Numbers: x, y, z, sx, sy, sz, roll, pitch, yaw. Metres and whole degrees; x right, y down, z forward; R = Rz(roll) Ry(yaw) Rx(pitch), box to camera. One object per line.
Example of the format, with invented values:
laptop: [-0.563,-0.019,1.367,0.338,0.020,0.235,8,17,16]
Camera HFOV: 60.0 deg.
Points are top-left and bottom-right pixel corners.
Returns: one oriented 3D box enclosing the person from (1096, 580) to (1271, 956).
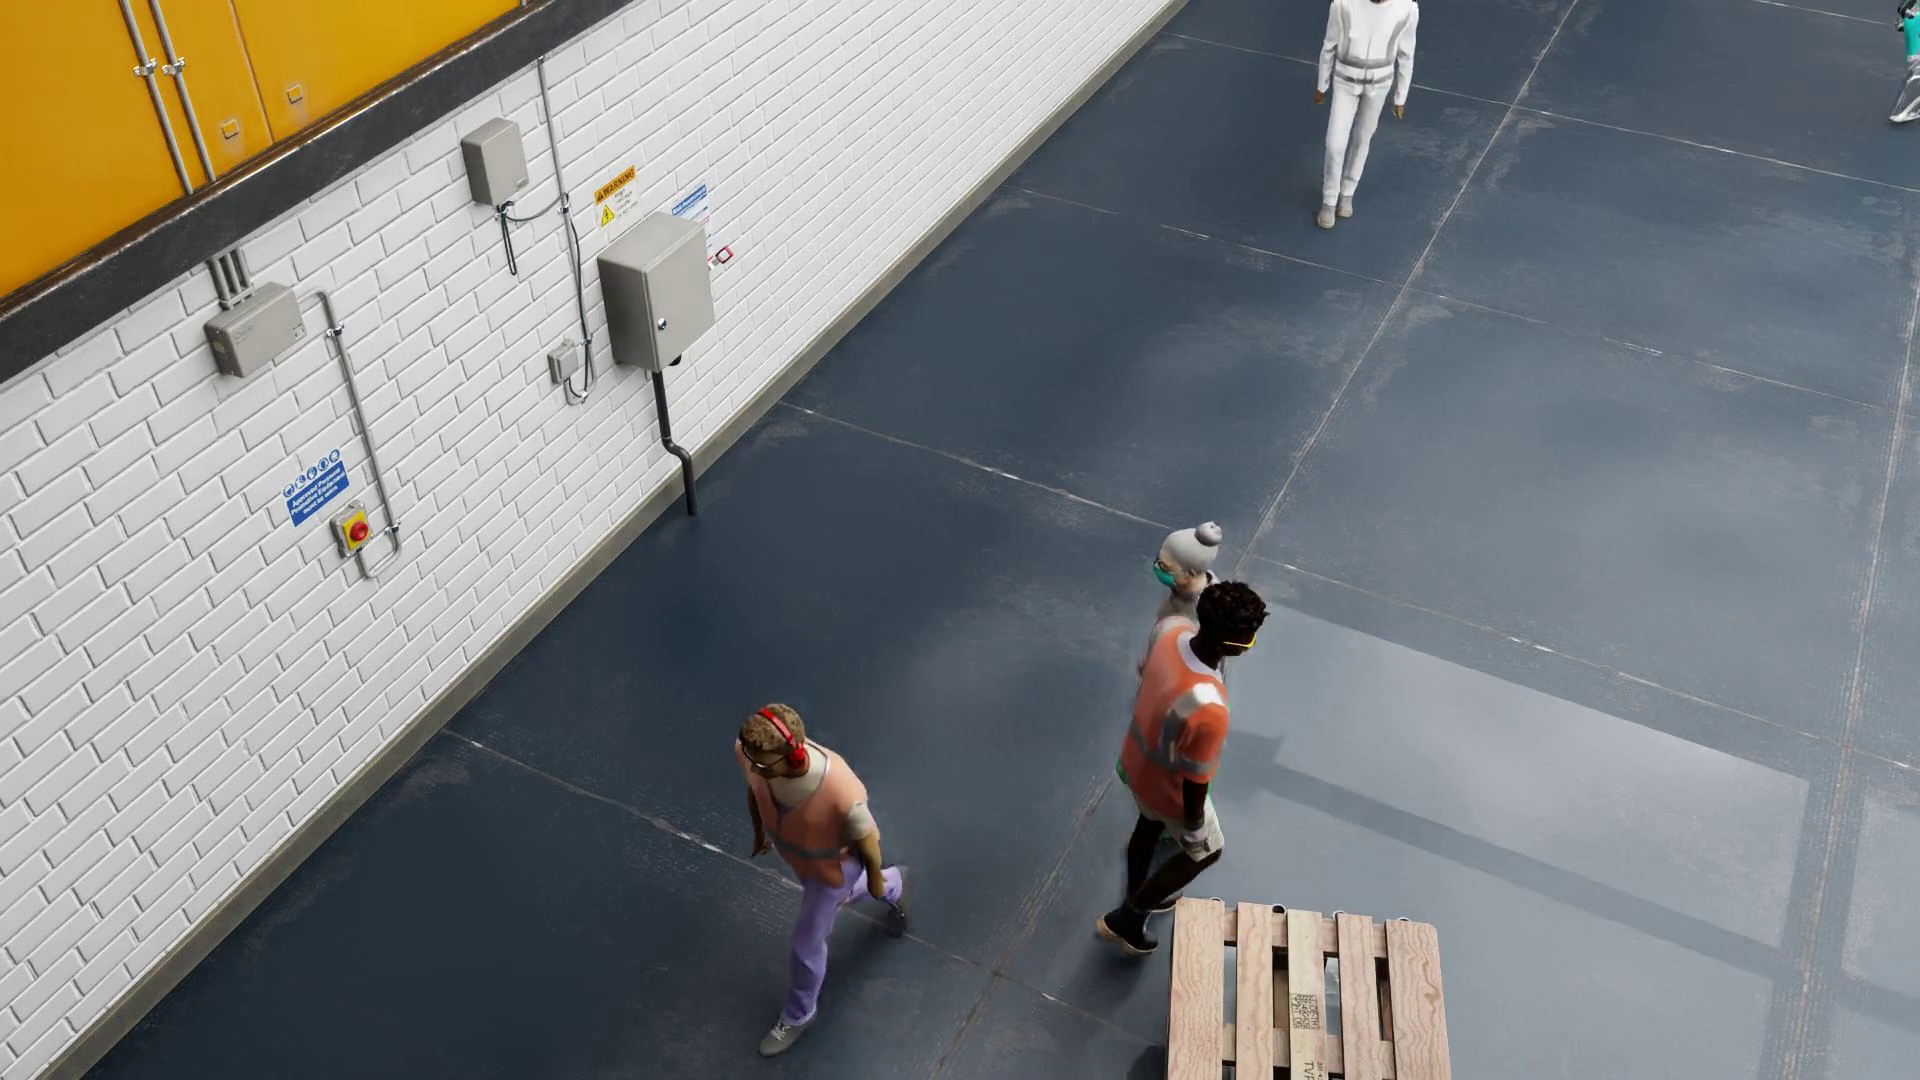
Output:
person: [0.837,0.893,6.526,0.495,1.934,0.642,-12,42,-14]

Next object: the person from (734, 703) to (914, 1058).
person: [-0.496,1.146,6.357,0.583,1.784,0.898,30,49,30]

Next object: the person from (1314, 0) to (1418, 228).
person: [2.669,-2.944,11.025,0.603,1.865,0.653,5,41,6]

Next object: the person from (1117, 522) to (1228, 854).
person: [0.868,0.619,6.931,0.493,1.830,0.521,3,41,4]

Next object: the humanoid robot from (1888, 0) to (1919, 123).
humanoid robot: [7.211,-3.792,12.200,0.723,1.905,0.547,-11,42,-12]
